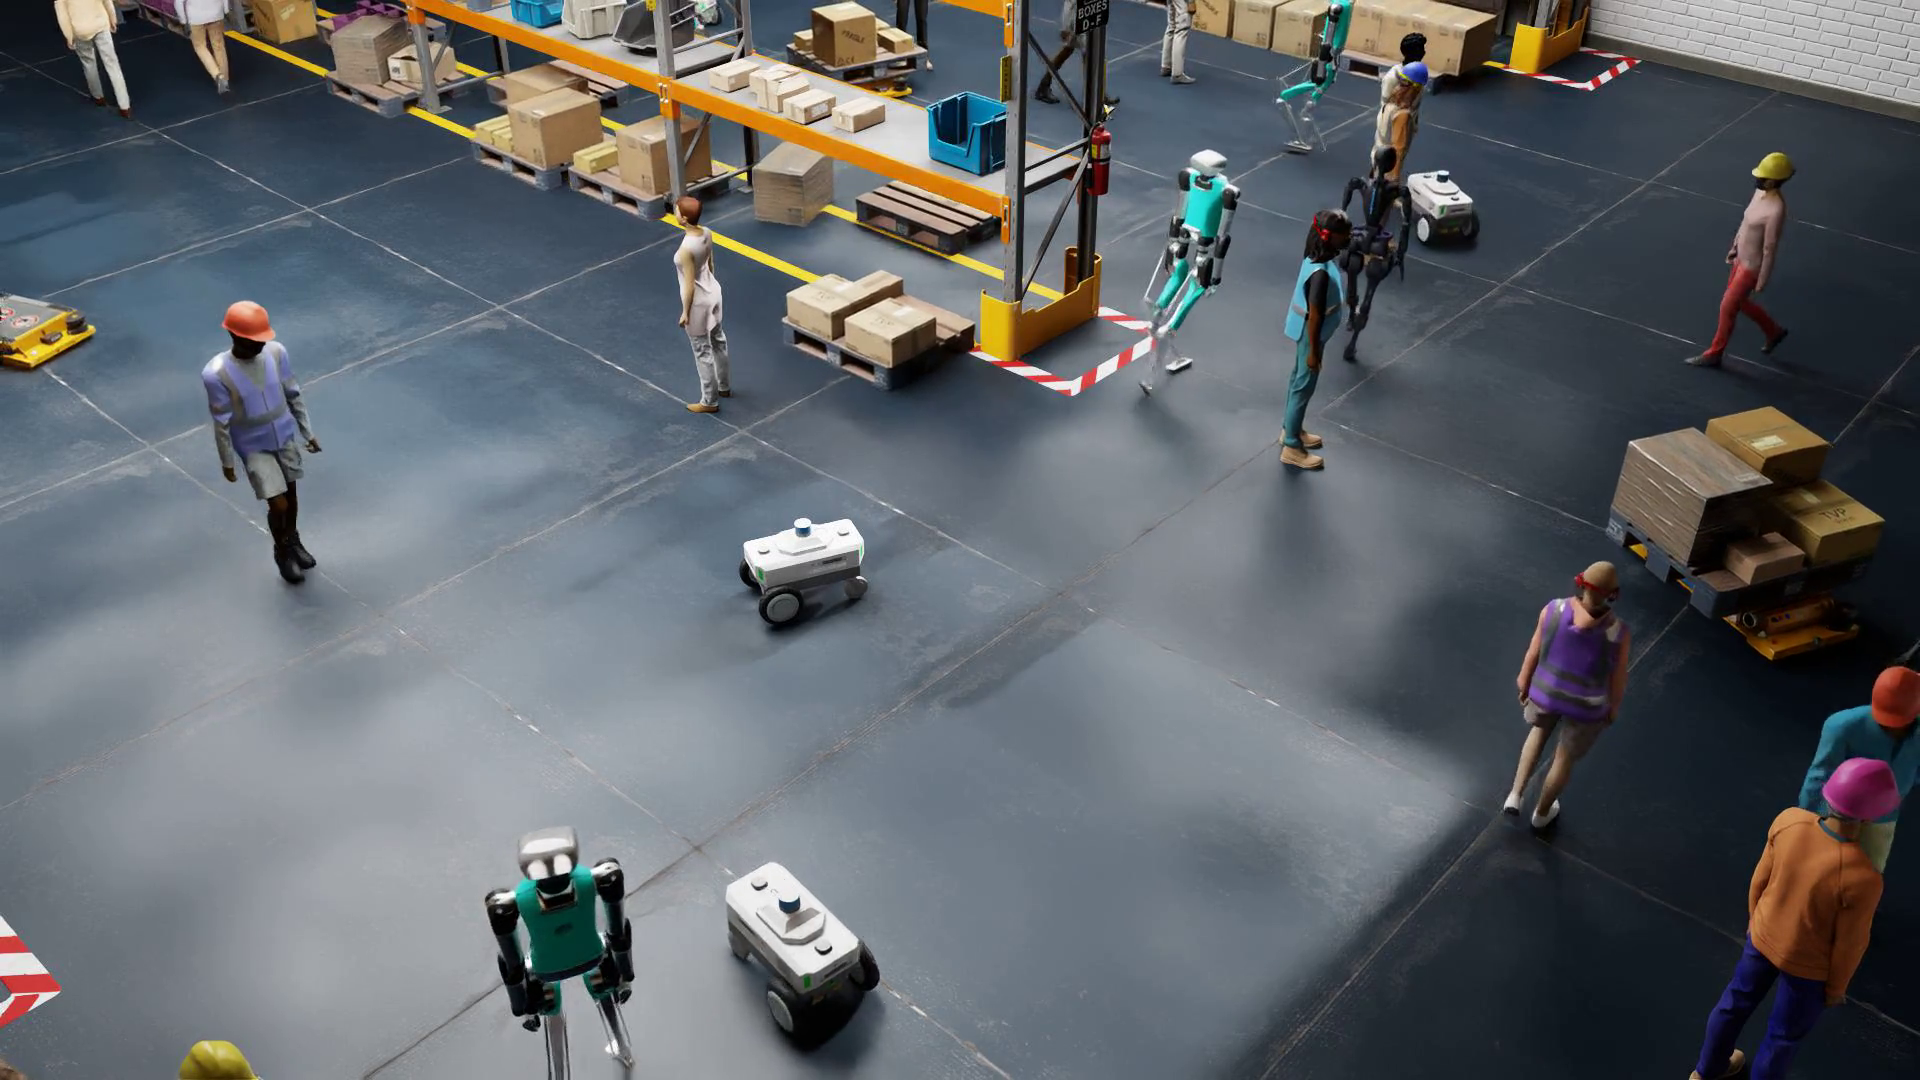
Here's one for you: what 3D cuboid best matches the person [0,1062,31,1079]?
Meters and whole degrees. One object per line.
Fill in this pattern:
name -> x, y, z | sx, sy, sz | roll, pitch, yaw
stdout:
person -> -3.281, 2.448, 6.046 | 0.514, 1.657, 0.361 | 25, 42, 31

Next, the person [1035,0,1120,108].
person -> 1.211, -5.425, 17.257 | 0.924, 1.890, 0.546 | 8, 35, 12

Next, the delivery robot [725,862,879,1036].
delivery robot -> -0.779, 1.883, 7.828 | 0.499, 0.592, 0.783 | -26, 42, -32

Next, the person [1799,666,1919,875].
person -> 4.180, 1.229, 7.757 | 0.583, 1.711, 0.484 | 2, 35, 3

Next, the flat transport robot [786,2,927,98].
flat transport robot -> -1.170, -5.098, 18.196 | 0.659, 0.231, 1.431 | -20, 39, -26

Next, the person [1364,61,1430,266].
person -> 3.670, -3.169, 14.081 | 0.381, 1.763, 0.575 | 4, 35, 5

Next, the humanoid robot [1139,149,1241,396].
humanoid robot -> 1.575, -1.920, 12.350 | 0.893, 1.841, 0.552 | -28, 43, -34

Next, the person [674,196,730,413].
person -> -1.891, -1.707, 12.055 | 0.283, 1.661, 0.450 | 11, 36, 15

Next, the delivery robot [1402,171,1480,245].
delivery robot -> 4.293, -3.015, 14.915 | 0.499, 0.582, 0.773 | -8, 35, -12

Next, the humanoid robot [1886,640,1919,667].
humanoid robot -> 5.766, 0.165, 9.357 | 0.581, 1.660, 0.615 | -5, 35, -8

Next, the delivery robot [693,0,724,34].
delivery robot -> -3.216, -6.312, 19.718 | 0.796, 0.613, 0.499 | 14, 37, 20

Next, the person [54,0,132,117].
person -> -8.960, -5.302, 17.124 | 0.578, 1.828, 0.978 | -24, 41, -31

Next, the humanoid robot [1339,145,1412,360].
humanoid robot -> 3.170, -2.254, 12.875 | 0.609, 1.616, 0.774 | 15, 37, 21

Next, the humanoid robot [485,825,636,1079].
humanoid robot -> -1.670, 1.748, 7.001 | 0.530, 1.796, 0.797 | -14, 37, -19

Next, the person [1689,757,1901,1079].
person -> 3.460, 1.676, 6.875 | 0.372, 1.985, 0.508 | -15, 38, -21

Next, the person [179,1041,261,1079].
person -> -2.424, 2.432, 5.922 | 0.591, 1.825, 0.403 | -22, 40, -29

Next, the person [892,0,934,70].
person -> -0.518, -6.055, 18.206 | 0.501, 1.838, 0.339 | -8, 35, -11

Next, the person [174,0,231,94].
person -> -7.980, -5.569, 17.584 | 0.566, 1.735, 0.538 | -26, 42, -33

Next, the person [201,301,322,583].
person -> -4.245, -0.592, 10.225 | 0.557, 1.906, 0.590 | 24, 41, 31

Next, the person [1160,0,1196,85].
person -> 2.365, -5.879, 17.903 | 0.397, 1.892, 0.543 | -11, 36, -16

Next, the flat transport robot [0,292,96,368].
flat transport robot -> -7.716, -1.709, 13.287 | 1.431, 0.231, 0.659 | 13, 37, 18

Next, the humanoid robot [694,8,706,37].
humanoid robot -> -3.016, -5.844, 18.031 | 1.024, 1.755, 0.564 | 8, 35, 11

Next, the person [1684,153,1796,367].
person -> 6.031, -2.089, 12.530 | 0.655, 1.746, 0.518 | 6, 35, 9

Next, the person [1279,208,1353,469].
person -> 2.421, -1.397, 11.427 | 0.390, 1.867, 0.520 | 7, 35, 10

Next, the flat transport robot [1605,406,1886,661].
flat transport robot -> 4.882, 0.215, 10.498 | 0.659, 0.231, 1.431 | -12, 36, -17

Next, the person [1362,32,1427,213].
person -> 3.941, -3.737, 14.974 | 0.531, 1.691, 0.322 | -26, 42, -33

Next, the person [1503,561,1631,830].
person -> 3.078, 0.802, 8.403 | 0.498, 1.679, 0.385 | 25, 42, 31

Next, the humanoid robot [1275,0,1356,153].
humanoid robot -> 3.414, -4.568, 16.155 | 0.833, 1.793, 0.541 | 17, 38, 23

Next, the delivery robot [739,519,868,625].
delivery robot -> -0.984, 0.149, 10.351 | 0.794, 0.603, 0.499 | -13, 37, -19
